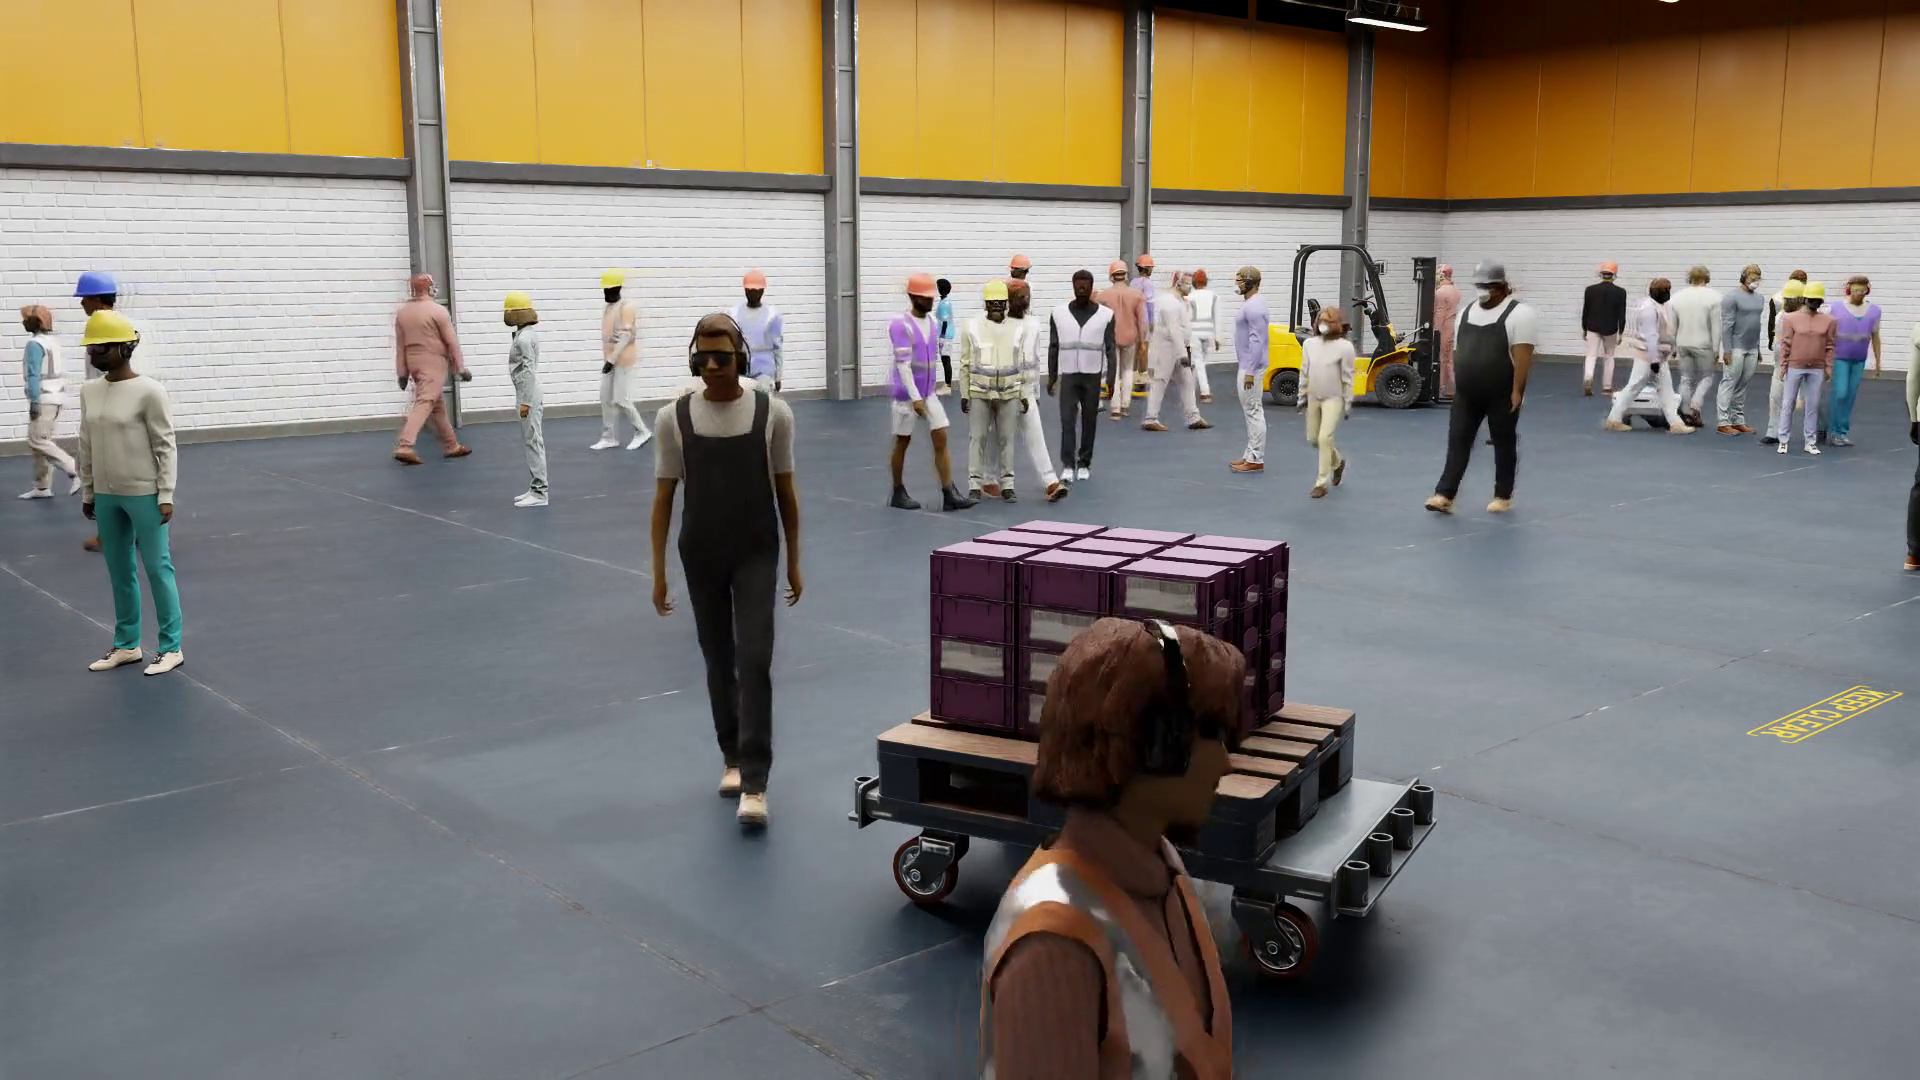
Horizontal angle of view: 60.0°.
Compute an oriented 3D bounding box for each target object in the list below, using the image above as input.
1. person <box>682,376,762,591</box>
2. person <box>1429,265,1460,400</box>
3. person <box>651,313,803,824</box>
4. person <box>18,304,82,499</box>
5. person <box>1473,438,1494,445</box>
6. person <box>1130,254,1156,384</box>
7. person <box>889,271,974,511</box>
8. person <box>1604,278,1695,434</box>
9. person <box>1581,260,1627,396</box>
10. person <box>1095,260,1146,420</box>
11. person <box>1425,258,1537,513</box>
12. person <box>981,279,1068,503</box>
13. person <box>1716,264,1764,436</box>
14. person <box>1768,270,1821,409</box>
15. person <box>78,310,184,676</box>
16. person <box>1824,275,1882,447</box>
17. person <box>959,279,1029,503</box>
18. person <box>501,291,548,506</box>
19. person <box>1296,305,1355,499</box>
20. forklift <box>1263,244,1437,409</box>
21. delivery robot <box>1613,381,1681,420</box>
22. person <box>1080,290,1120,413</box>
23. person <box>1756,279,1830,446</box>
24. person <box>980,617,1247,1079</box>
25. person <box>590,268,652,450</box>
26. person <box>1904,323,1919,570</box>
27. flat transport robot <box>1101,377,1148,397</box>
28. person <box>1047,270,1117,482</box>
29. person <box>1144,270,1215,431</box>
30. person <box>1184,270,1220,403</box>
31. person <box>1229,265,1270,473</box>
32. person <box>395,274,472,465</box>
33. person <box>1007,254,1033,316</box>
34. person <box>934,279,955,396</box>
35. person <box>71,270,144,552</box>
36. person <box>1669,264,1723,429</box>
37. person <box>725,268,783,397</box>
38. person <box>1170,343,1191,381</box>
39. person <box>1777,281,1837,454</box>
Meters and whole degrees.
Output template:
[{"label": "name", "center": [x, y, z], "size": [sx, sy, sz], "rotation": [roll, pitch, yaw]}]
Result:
[{"label": "person", "center": [-1.332, -0.355, 9.242], "size": [0.521, 1.617, 0.646], "rotation": [4, 11, 24]}, {"label": "person", "center": [6.767, -2.883, 23.318], "size": [0.528, 1.923, 0.677], "rotation": [7, 12, 36]}, {"label": "person", "center": [-0.849, 0.108, 5.967], "size": [0.535, 1.810, 0.848], "rotation": [0, 10, -2]}, {"label": "person", "center": [-7.575, -1.134, 13.779], "size": [0.550, 1.625, 0.555], "rotation": [-3, 10, -16]}, {"label": "person", "center": [5.599, -1.942, 17.687], "size": [0.836, 1.904, 0.569], "rotation": [-9, 13, -42]}, {"label": "person", "center": [2.911, -3.481, 26.315], "size": [0.371, 2.044, 0.608], "rotation": [-4, 11, -24]}, {"label": "person", "center": [-0.268, -1.146, 13.066], "size": [0.548, 1.893, 0.913], "rotation": [-9, 13, -43]}, {"label": "person", "center": [7.860, -2.089, 18.948], "size": [0.978, 1.787, 0.642], "rotation": [7, 12, 36]}, {"label": "person", "center": [9.293, -3.055, 24.062], "size": [0.622, 1.967, 0.856], "rotation": [5, 11, 29]}, {"label": "person", "center": [1.965, -2.491, 20.717], "size": [0.649, 1.970, 0.675], "rotation": [0, 10, -2]}, {"label": "person", "center": [4.062, -1.196, 12.943], "size": [0.698, 2.000, 0.943], "rotation": [9, 13, 43]}, {"label": "person", "center": [0.487, -1.212, 13.648], "size": [0.597, 1.829, 0.953], "rotation": [-6, 11, -30]}, {"label": "person", "center": [8.853, -2.148, 18.832], "size": [0.627, 1.933, 0.371], "rotation": [-5, 11, -29]}, {"label": "person", "center": [11.089, -2.666, 22.129], "size": [0.631, 1.843, 0.429], "rotation": [6, 11, 31]}, {"label": "person", "center": [-4.032, -0.221, 8.038], "size": [0.535, 1.767, 0.315], "rotation": [3, 10, 18]}, {"label": "person", "center": [9.461, -1.889, 17.616], "size": [0.584, 1.820, 0.583], "rotation": [0, 10, -1]}, {"label": "person", "center": [0.284, -1.213, 13.642], "size": [0.586, 1.835, 0.403], "rotation": [-1, 10, -7]}, {"label": "person", "center": [-3.538, -1.142, 13.507], "size": [0.320, 1.739, 0.492], "rotation": [-2, 10, -13]}, {"label": "person", "center": [3.131, -1.178, 14.065], "size": [0.657, 1.615, 0.500], "rotation": [-9, 13, -43]}, {"label": "forklift", "center": [5.256, -2.933, 22.661], "size": [2.313, 2.155, 1.214], "rotation": [3, 10, 16]}, {"label": "delivery robot", "center": [8.015, -1.612, 19.424], "size": [0.707, 0.478, 0.477], "rotation": [1, 9, 0]}, {"label": "person", "center": [1.714, -2.379, 21.164], "size": [0.502, 1.595, 0.818], "rotation": [7, 12, 36]}, {"label": "person", "center": [8.993, -1.888, 17.774], "size": [0.871, 1.791, 0.597], "rotation": [-4, 10, -21]}, {"label": "person", "center": [0.149, 0.908, 1.937], "size": [0.338, 1.624, 0.556], "rotation": [4, 11, 23]}, {"label": "person", "center": [-3.546, -1.873, 17.321], "size": [0.627, 1.897, 0.599], "rotation": [-8, 13, -40]}, {"label": "person", "center": [6.322, -0.765, 10.561], "size": [0.382, 1.993, 0.609], "rotation": [-6, 11, -31]}, {"label": "flat transport robot", "center": [2.125, -2.223, 24.126], "size": [0.652, 0.197, 1.431], "rotation": [-3, 10, -19]}, {"label": "person", "center": [1.081, -1.443, 14.820], "size": [0.627, 1.884, 0.871], "rotation": [1, 10, 6]}, {"label": "person", "center": [2.537, -2.156, 19.078], "size": [0.902, 1.862, 0.658], "rotation": [4, 10, 20]}, {"label": "person", "center": [3.307, -2.835, 23.188], "size": [0.599, 1.822, 1.034], "rotation": [-3, 10, -17]}, {"label": "person", "center": [2.717, -1.592, 15.555], "size": [0.359, 1.938, 0.632], "rotation": [1, 10, 8]}, {"label": "person", "center": [-5.232, -1.675, 16.339], "size": [0.645, 1.851, 1.039], "rotation": [6, 12, 33]}, {"label": "person", "center": [0.809, -2.836, 22.528], "size": [0.368, 2.048, 0.607], "rotation": [1, 10, 7]}, {"label": "person", "center": [-0.237, -2.946, 24.196], "size": [0.317, 1.696, 0.539], "rotation": [0, 10, 2]}, {"label": "person", "center": [-5.849, -0.877, 11.420], "size": [0.611, 1.927, 0.624], "rotation": [-1, 10, -4]}, {"label": "person", "center": [8.547, -2.232, 19.334], "size": [0.427, 1.920, 0.632], "rotation": [-9, 13, -42]}, {"label": "person", "center": [-1.933, -1.614, 15.753], "size": [0.564, 1.916, 0.650], "rotation": [1, 10, 5]}, {"label": "person", "center": [3.586, -3.402, 26.889], "size": [0.538, 1.690, 0.319], "rotation": [4, 10, 22]}, {"label": "person", "center": [8.658, -1.754, 17.017], "size": [0.524, 1.768, 0.312], "rotation": [2, 10, 11]}]
